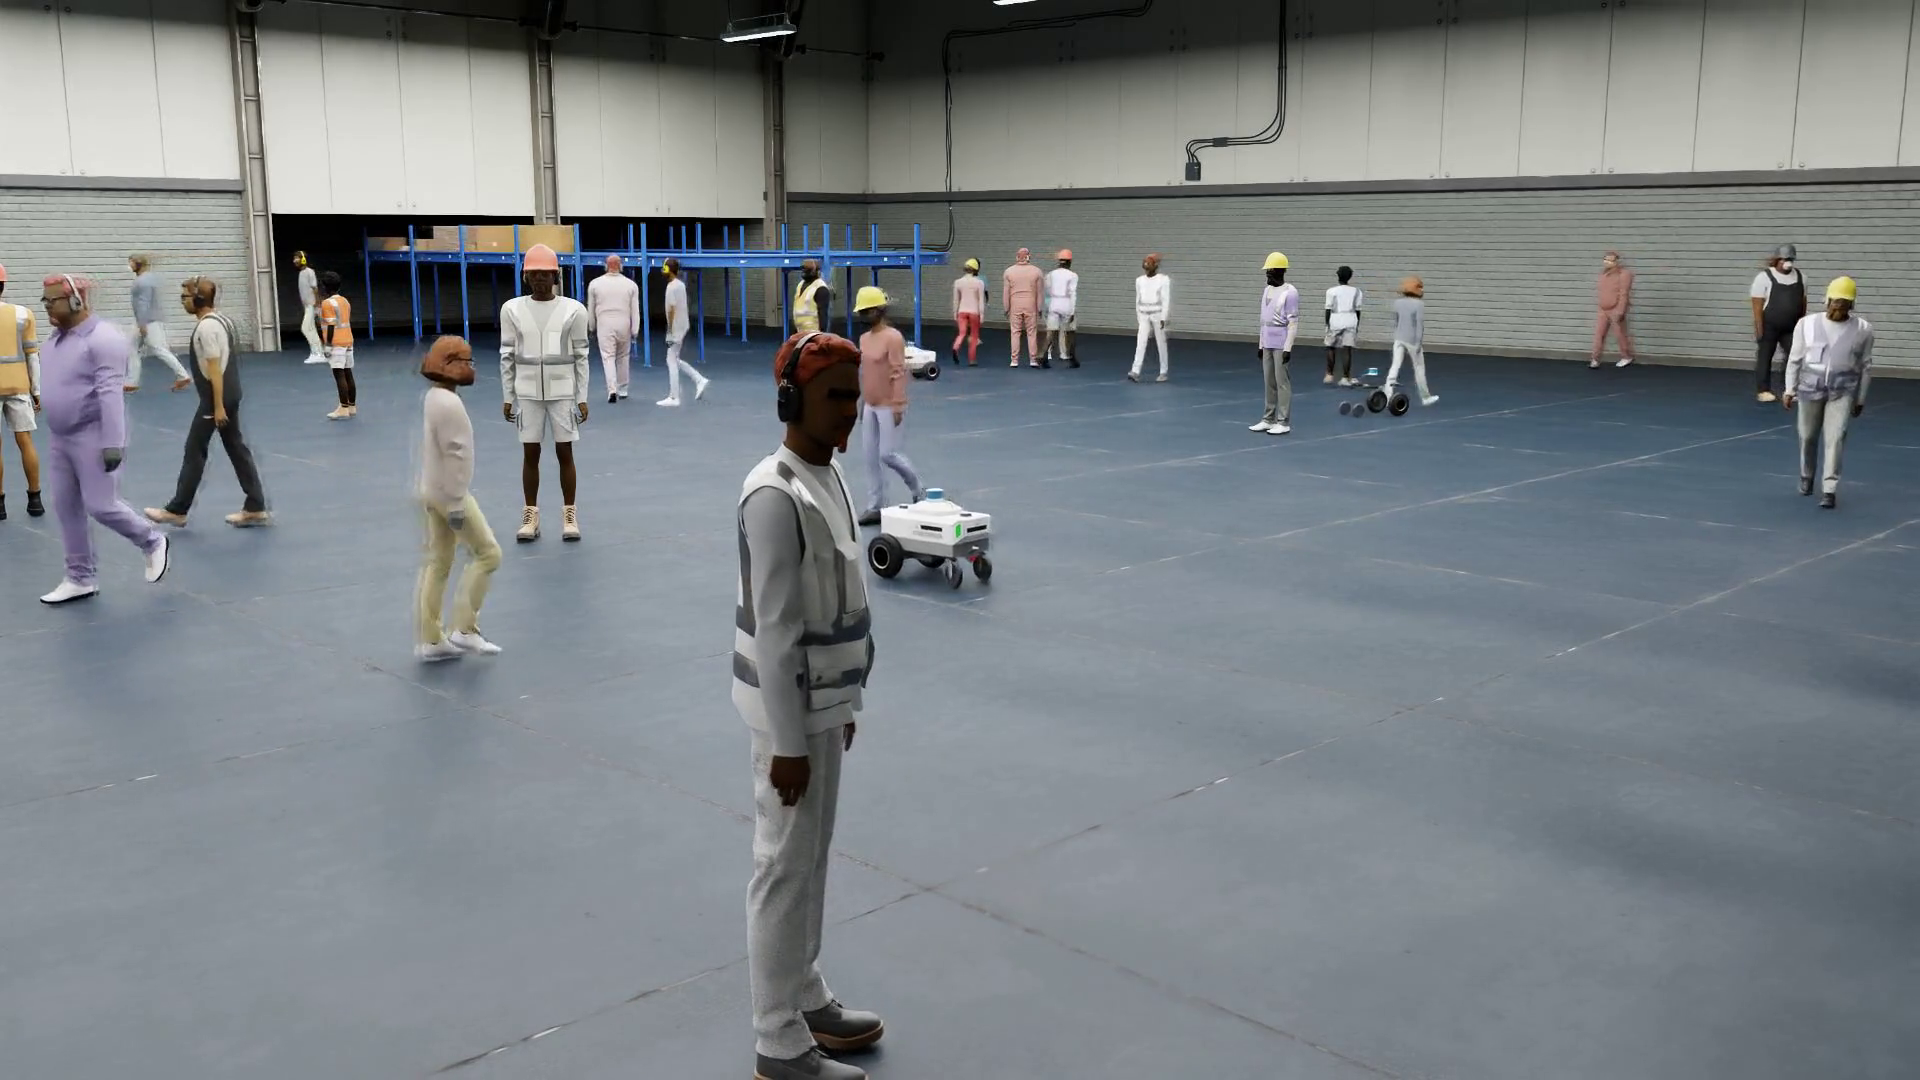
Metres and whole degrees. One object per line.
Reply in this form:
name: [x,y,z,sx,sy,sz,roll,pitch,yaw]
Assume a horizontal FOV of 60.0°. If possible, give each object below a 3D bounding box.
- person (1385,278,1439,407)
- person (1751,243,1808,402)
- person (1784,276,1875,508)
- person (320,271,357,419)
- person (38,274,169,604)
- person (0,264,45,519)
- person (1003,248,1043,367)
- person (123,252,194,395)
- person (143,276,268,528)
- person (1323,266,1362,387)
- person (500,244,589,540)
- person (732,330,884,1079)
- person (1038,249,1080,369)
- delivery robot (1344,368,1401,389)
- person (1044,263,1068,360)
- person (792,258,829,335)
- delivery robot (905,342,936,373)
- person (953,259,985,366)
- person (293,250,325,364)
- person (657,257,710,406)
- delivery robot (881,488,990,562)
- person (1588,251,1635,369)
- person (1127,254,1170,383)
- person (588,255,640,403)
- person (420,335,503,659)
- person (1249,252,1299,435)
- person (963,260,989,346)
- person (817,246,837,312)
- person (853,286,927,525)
person: [5.545,-2.421,20.448,0.847,1.586,0.513,-7,12,-33]
person: [10.408,-2.730,21.029,0.724,2.000,0.738,0,10,0]
person: [6.914,-1.202,13.257,0.594,1.801,0.864,6,12,30]
person: [-7.208,-2.256,19.260,0.322,1.699,0.536,1,10,3]
person: [-5.065,-0.597,9.674,0.662,1.891,0.642,5,12,26]
person: [-7.230,-1.140,12.525,0.553,1.935,0.364,-9,14,-40]
person: [1.016,-3.733,26.768,0.642,1.902,0.399,1,10,3]
person: [-10.875,-2.921,22.354,0.990,1.903,0.642,-6,12,-31]
person: [-5.517,-0.990,12.043,0.899,1.805,0.546,-2,11,-11]
person: [5.357,-3.007,23.397,0.552,1.668,0.721,0,10,-2]
person: [-2.882,-1.021,11.576,0.607,2.048,0.365,-1,10,-7]
person: [-0.375,0.426,4.140,0.360,1.882,0.575,1,10,8]
person: [1.585,-3.669,26.446,0.552,1.903,0.859,6,12,29]
delivery robot: [4.898,-1.924,19.717,0.698,0.223,0.335,-4,11,-23]
person: [1.672,-3.885,28.309,0.518,1.639,0.312,-3,11,-14]
person: [-1.903,-2.762,21.706,0.848,1.817,0.626,-6,12,-30]
delivery robot: [-0.725,-2.675,24.529,0.707,0.478,0.477,-5,12,-26]
person: [0.127,-3.670,26.884,0.529,1.741,0.624,4,11,19]
person: [-10.745,-3.824,27.392,0.562,1.847,0.583,-10,14,-42]
person: [-3.492,-2.609,20.822,0.572,1.846,0.638,1,10,4]
delivery robot: [-0.154,-0.077,10.347,0.707,0.478,0.477,9,13,41]
person: [10.448,-3.680,26.586,0.877,1.871,0.645,-7,12,-33]
person: [2.742,-3.169,23.885,0.593,1.830,1.009,7,12,32]
person: [-4.439,-2.723,21.368,0.642,1.866,0.954,-3,11,-17]
person: [-2.495,-0.206,8.282,0.508,1.612,0.521,-5,12,-27]
person: [3.376,-2.102,17.800,0.366,1.927,0.585,-4,11,-23]
person: [0.282,-4.564,31.976,0.545,1.651,0.866,-5,12,-27]
person: [-2.890,-5.174,34.615,0.648,1.912,0.797,-7,13,-35]
person: [-0.545,-0.989,12.216,0.497,1.747,0.554,-8,13,-36]
